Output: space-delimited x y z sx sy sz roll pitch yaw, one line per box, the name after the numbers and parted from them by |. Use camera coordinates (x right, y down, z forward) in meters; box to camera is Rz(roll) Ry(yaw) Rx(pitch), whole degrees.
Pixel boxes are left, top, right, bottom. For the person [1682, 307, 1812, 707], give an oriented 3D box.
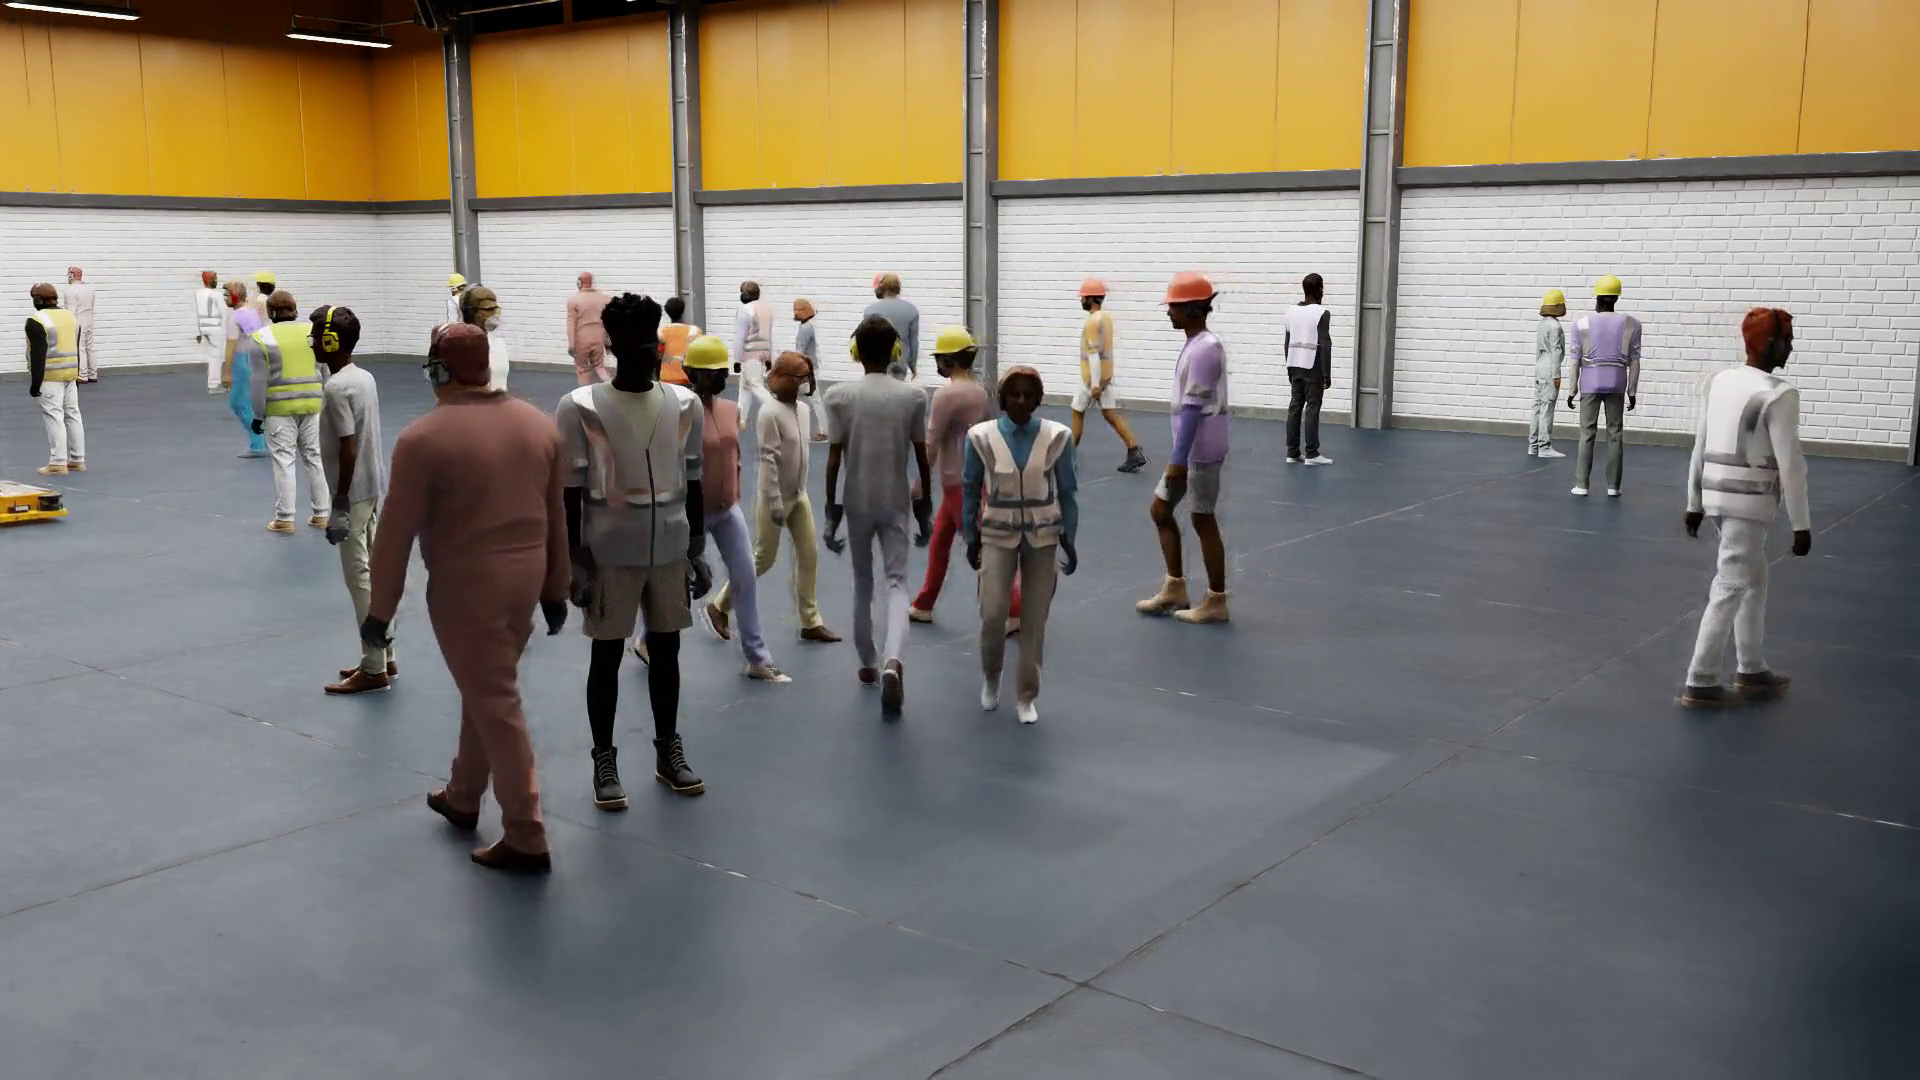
3.739 -0.138 7.713 0.779 1.856 0.616 -2 10 -10 | person

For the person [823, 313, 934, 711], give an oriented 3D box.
-0.381 -0.141 7.847 0.522 1.837 0.876 -1 10 -4 | person

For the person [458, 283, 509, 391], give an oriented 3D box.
-2.850 -0.550 9.909 0.368 1.939 0.632 2 10 12 | person

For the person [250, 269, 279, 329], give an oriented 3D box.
-8.992 -2.539 21.535 0.511 1.915 0.603 -8 13 -41 | person

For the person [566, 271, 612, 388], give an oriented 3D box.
-4.961 -2.668 22.372 0.650 1.894 0.621 -9 13 -41 | person

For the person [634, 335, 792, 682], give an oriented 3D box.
-1.286 -0.148 8.263 0.885 1.738 0.527 7 12 37 | person

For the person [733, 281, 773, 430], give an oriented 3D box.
-2.427 -2.177 19.775 0.930 1.808 0.634 4 11 23 | person

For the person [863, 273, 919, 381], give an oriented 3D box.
-0.715 -1.888 17.760 0.633 1.919 0.737 -4 11 -23 | person

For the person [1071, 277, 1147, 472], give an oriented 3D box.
1.360 -1.591 16.121 0.992 1.900 0.555 5 11 26 | person

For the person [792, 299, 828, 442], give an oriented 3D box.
-1.810 -1.883 18.638 0.754 1.605 0.514 -2 10 -9 | person

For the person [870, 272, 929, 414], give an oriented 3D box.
-0.775 -2.293 20.180 0.907 1.904 0.557 5 11 28 | person

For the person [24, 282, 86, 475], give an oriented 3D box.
-8.722 -1.547 15.998 0.429 1.839 0.633 2 10 9 | person

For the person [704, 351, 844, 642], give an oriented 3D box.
-1.020 -0.232 9.043 0.706 1.608 0.513 5 11 26 | person

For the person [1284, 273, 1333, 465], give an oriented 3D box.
3.499 -1.715 16.744 0.392 1.919 0.590 -6 12 -33 | person

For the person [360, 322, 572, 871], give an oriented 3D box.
-1.753 0.189 5.802 0.909 1.863 0.675 6 12 32 | person

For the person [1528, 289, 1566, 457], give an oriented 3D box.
6.167 -1.738 17.380 0.284 1.746 0.490 0 10 -2 | person

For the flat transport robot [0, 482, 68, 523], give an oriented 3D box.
-7.816 -0.312 13.363 1.431 0.197 0.652 8 13 39 | flat transport robot

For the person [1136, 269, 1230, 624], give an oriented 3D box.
1.249 -0.509 9.449 0.689 2.022 0.610 0 10 2 | person

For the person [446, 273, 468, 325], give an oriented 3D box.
-7.300 -2.976 24.335 0.403 1.834 0.586 4 10 22 | person

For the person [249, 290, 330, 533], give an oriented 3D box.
-5.102 -0.974 12.672 0.429 1.838 0.621 9 13 42 | person

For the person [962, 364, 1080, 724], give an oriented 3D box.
0.272 0.025 7.471 0.517 1.623 0.362 0 10 -2 | person

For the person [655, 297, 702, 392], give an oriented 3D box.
-2.827 -1.604 16.768 0.547 1.675 0.413 -1 10 -3 | person

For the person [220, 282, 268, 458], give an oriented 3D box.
-7.416 -1.749 17.220 0.455 1.829 0.582 -1 10 -6 | person

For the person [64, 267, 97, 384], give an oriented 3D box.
-14.436 -3.513 27.245 0.409 1.907 0.651 1 10 3 | person

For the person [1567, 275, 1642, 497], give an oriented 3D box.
5.591 -1.330 14.467 0.590 1.930 0.353 2 10 14 | person

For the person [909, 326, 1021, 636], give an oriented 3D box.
0.032 -0.325 9.262 0.939 1.716 0.532 4 11 22 | person

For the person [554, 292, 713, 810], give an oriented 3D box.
-1.241 0.038 6.399 0.608 1.965 0.365 -6 12 -33 | person

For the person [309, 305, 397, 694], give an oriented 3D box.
-2.938 -0.188 8.008 0.325 1.866 0.516 -1 10 -4 | person

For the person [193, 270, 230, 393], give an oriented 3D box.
-11.312 -3.174 25.394 0.586 1.867 0.601 6 11 31 | person
